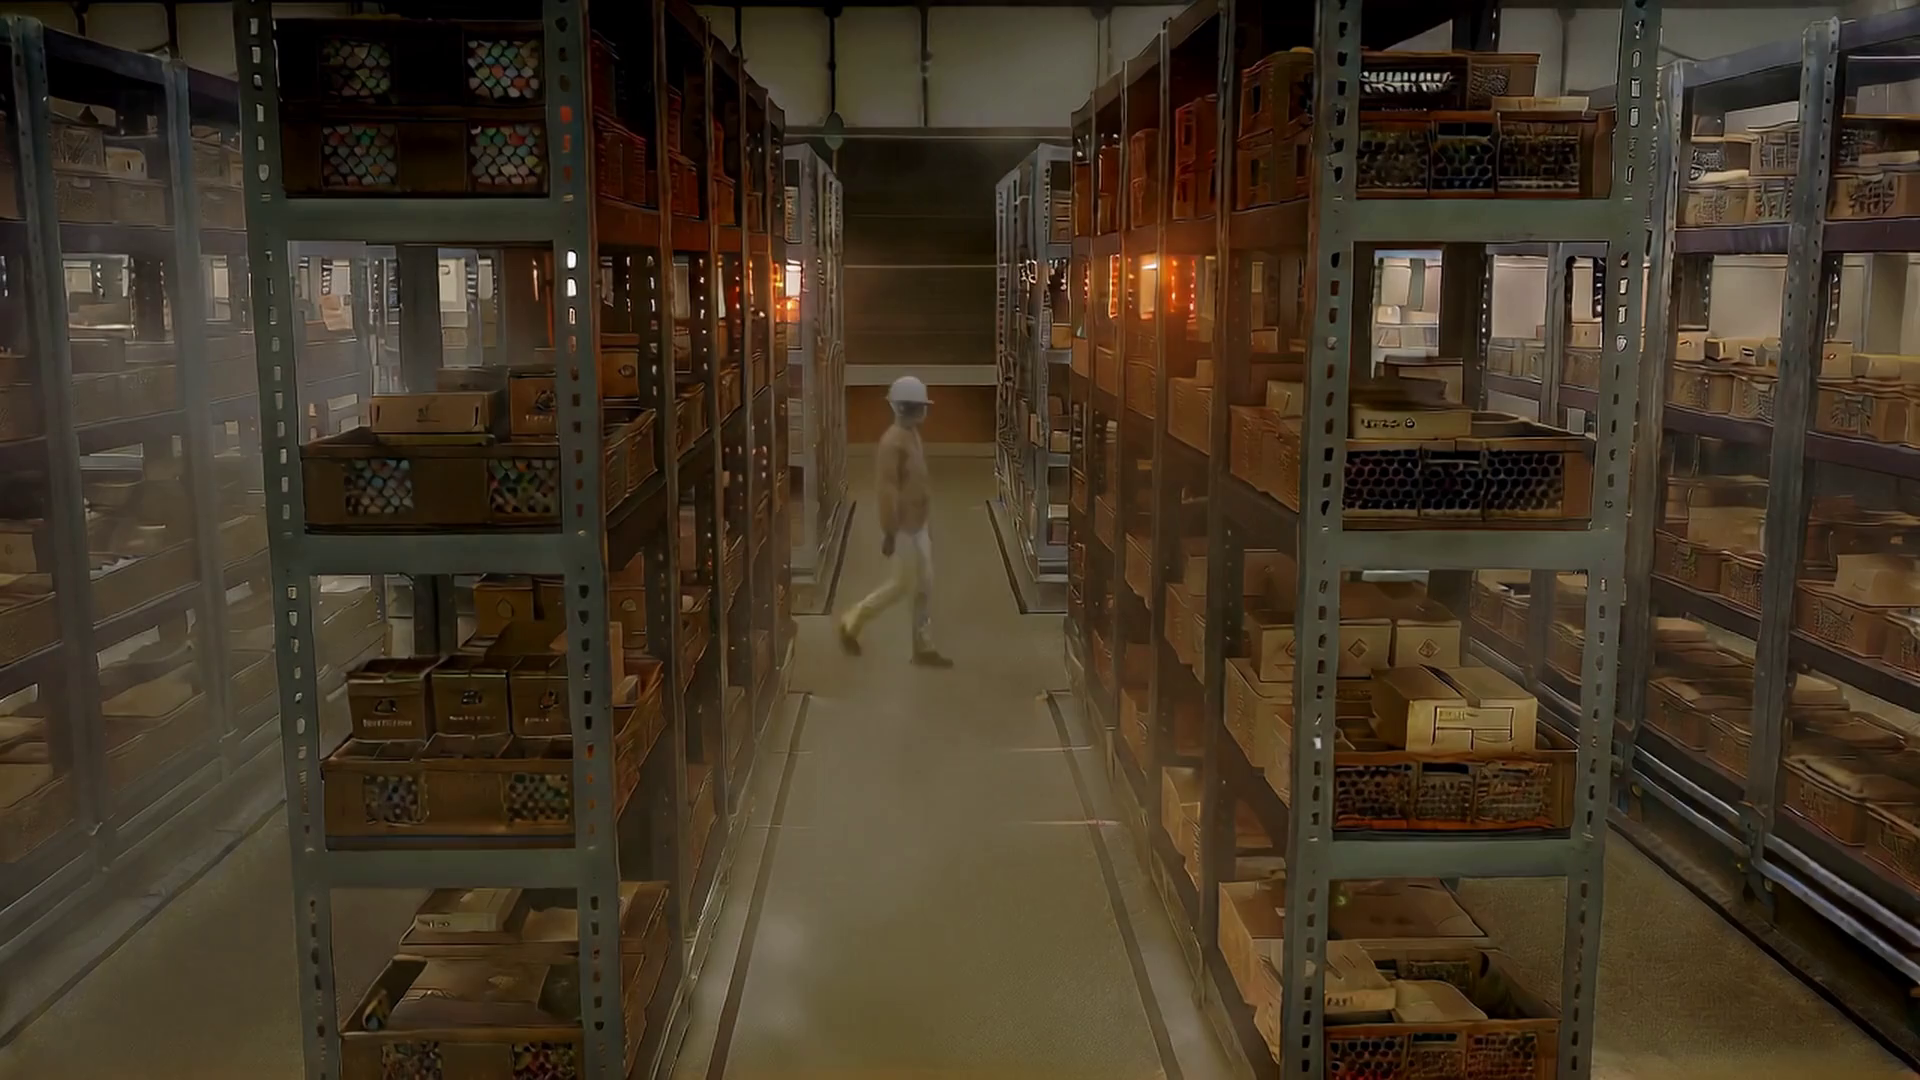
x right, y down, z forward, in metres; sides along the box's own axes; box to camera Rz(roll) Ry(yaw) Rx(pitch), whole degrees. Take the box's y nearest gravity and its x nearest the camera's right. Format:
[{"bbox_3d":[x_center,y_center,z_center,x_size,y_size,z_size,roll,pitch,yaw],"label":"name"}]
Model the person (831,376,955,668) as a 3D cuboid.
[{"bbox_3d":[-0.438,-0.110,11.074,0.740,1.974,0.624,2,10,14],"label":"person"}]
